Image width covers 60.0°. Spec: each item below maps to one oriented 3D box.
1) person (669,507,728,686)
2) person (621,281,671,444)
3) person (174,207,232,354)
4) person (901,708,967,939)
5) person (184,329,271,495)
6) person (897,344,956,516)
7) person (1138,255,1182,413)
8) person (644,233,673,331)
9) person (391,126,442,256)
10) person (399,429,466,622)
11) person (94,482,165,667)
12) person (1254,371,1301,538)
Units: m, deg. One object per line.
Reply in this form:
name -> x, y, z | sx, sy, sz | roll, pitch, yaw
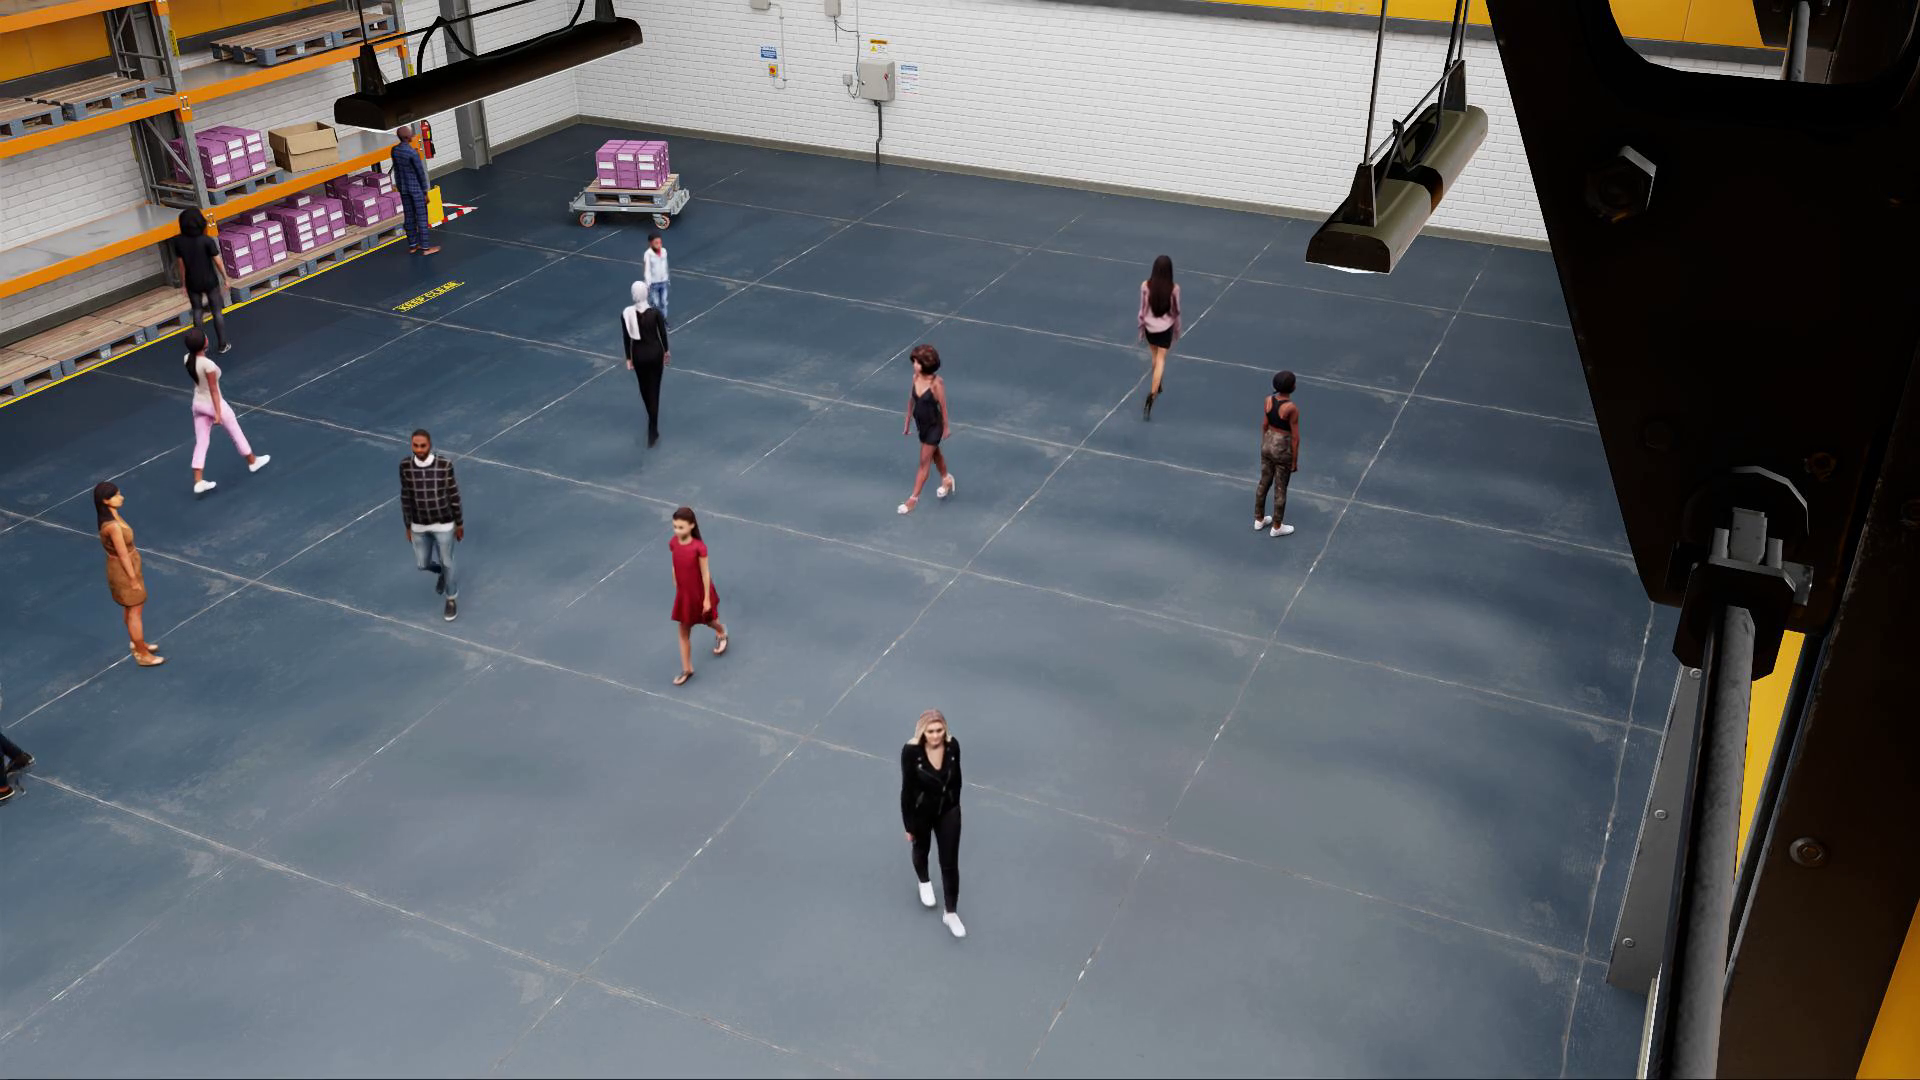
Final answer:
person -> -2.200, 0.395, 14.002 | 0.622, 1.533, 1.033 | 8, 30, 15
person -> -3.374, -1.894, 17.985 | 0.924, 1.738, 1.187 | 0, 29, -1
person -> -9.176, -3.113, 20.128 | 0.783, 1.825, 0.805 | -6, 29, -11
person -> -0.222, 1.805, 11.284 | 0.925, 1.661, 1.013 | -7, 29, -12
person -> -7.700, -1.284, 16.914 | 0.564, 1.692, 1.123 | 12, 31, 21
person -> -0.251, -1.134, 16.592 | 0.806, 1.738, 1.170 | 24, 37, 37
person -> 2.222, -2.276, 18.647 | 0.731, 1.775, 1.140 | 8, 30, 15
person -> -3.855, -3.297, 21.061 | 0.665, 1.255, 0.694 | -19, 34, -31
person -> -7.744, -4.953, 23.510 | 0.647, 1.818, 0.570 | 12, 31, 20
person -> -4.665, -0.198, 14.799 | 0.883, 1.811, 0.966 | -2, 29, -3
person -> -7.049, 0.281, 14.052 | 0.668, 1.686, 0.645 | -17, 33, -29
person -> 3.078, -0.854, 16.118 | 0.654, 1.700, 0.657 | -22, 35, -34
